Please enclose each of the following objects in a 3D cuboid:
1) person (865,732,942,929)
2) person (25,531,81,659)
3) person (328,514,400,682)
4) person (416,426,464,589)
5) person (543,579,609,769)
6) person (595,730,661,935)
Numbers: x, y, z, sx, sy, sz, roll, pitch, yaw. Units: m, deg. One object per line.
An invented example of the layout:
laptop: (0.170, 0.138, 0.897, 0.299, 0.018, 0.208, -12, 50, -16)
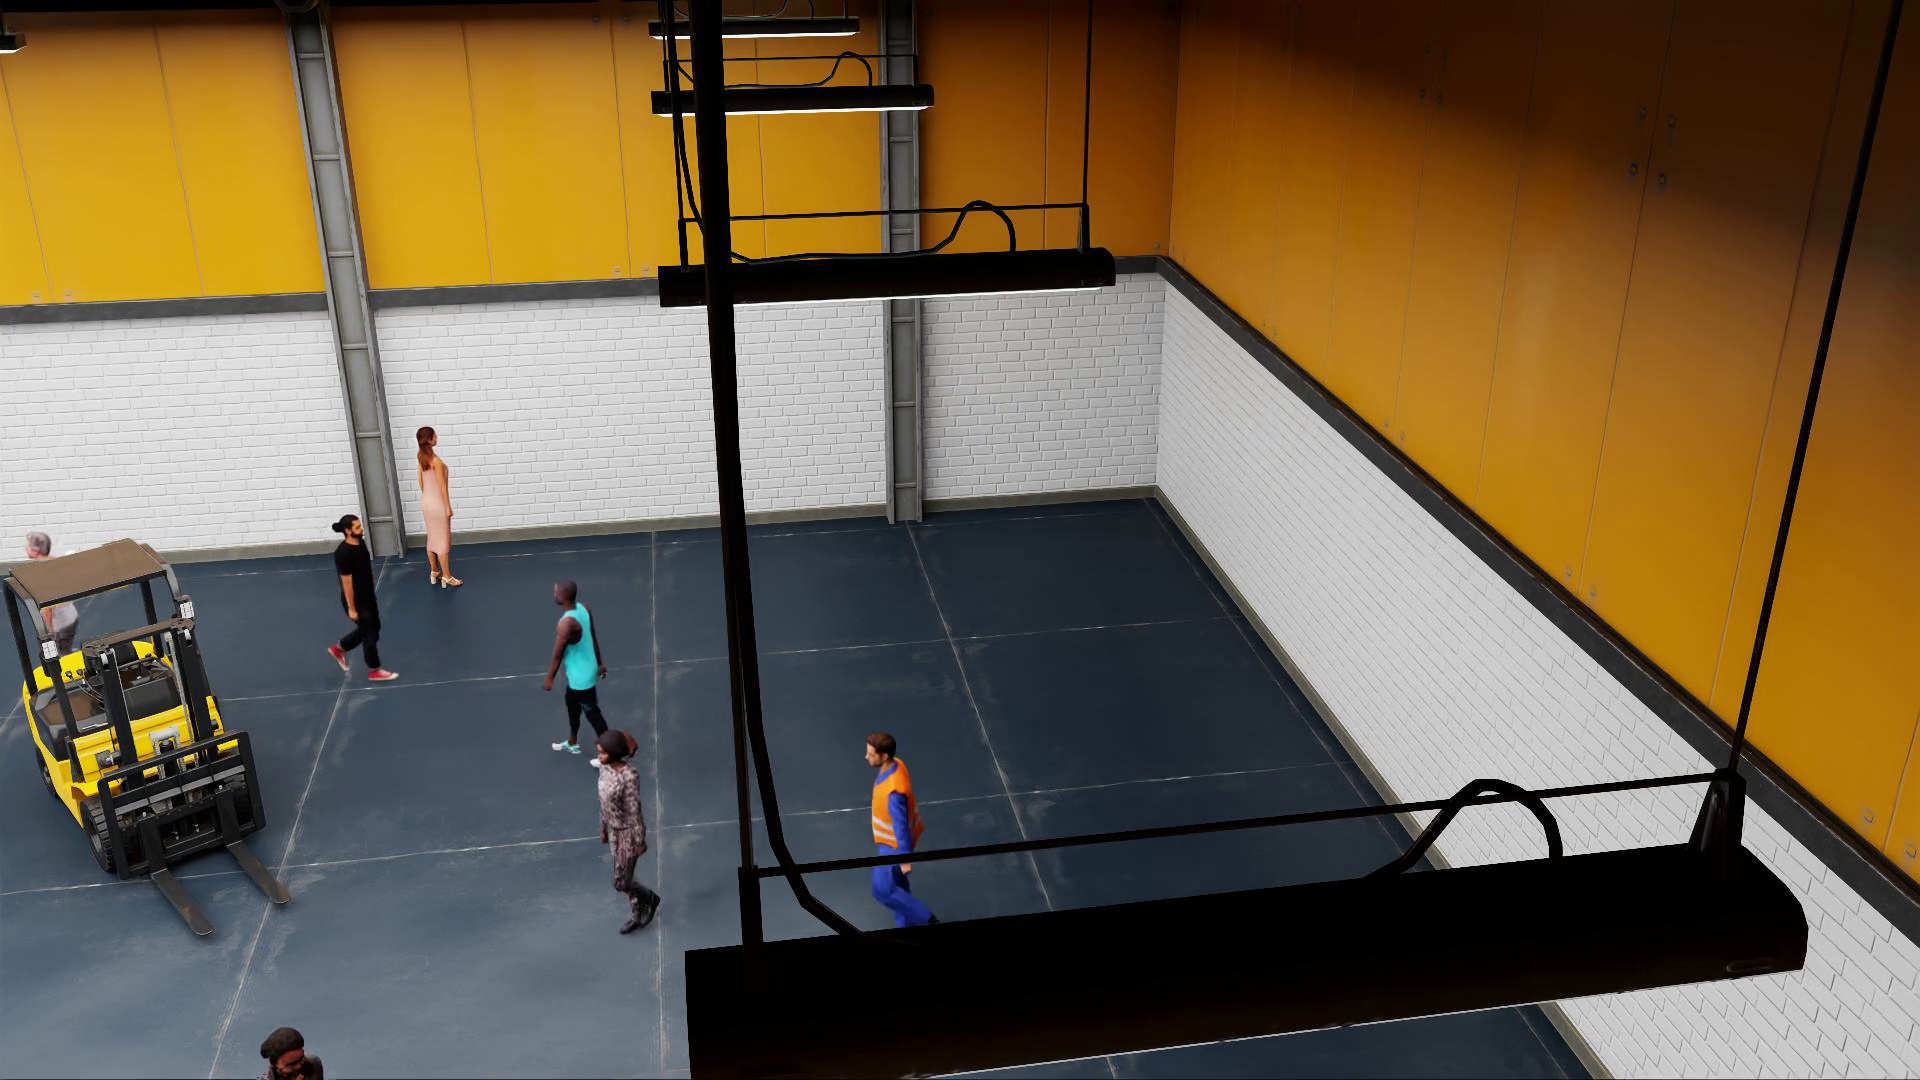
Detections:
person: (-0.362, 2.196, 12.153, 0.766, 1.834, 0.705, -3, 24, -6)
person: (-8.260, 0.766, 15.445, 0.793, 1.817, 0.690, -5, 24, -10)
person: (-5.847, 0.575, 15.974, 0.951, 1.742, 0.708, 0, 24, -1)
person: (-5.688, -0.365, 18.014, 0.668, 1.831, 0.707, 19, 30, 37)
person: (-3.196, 1.201, 14.492, 1.007, 1.783, 0.798, 4, 24, 8)
person: (-2.427, 2.155, 12.409, 0.735, 1.705, 0.791, 21, 31, 40)
